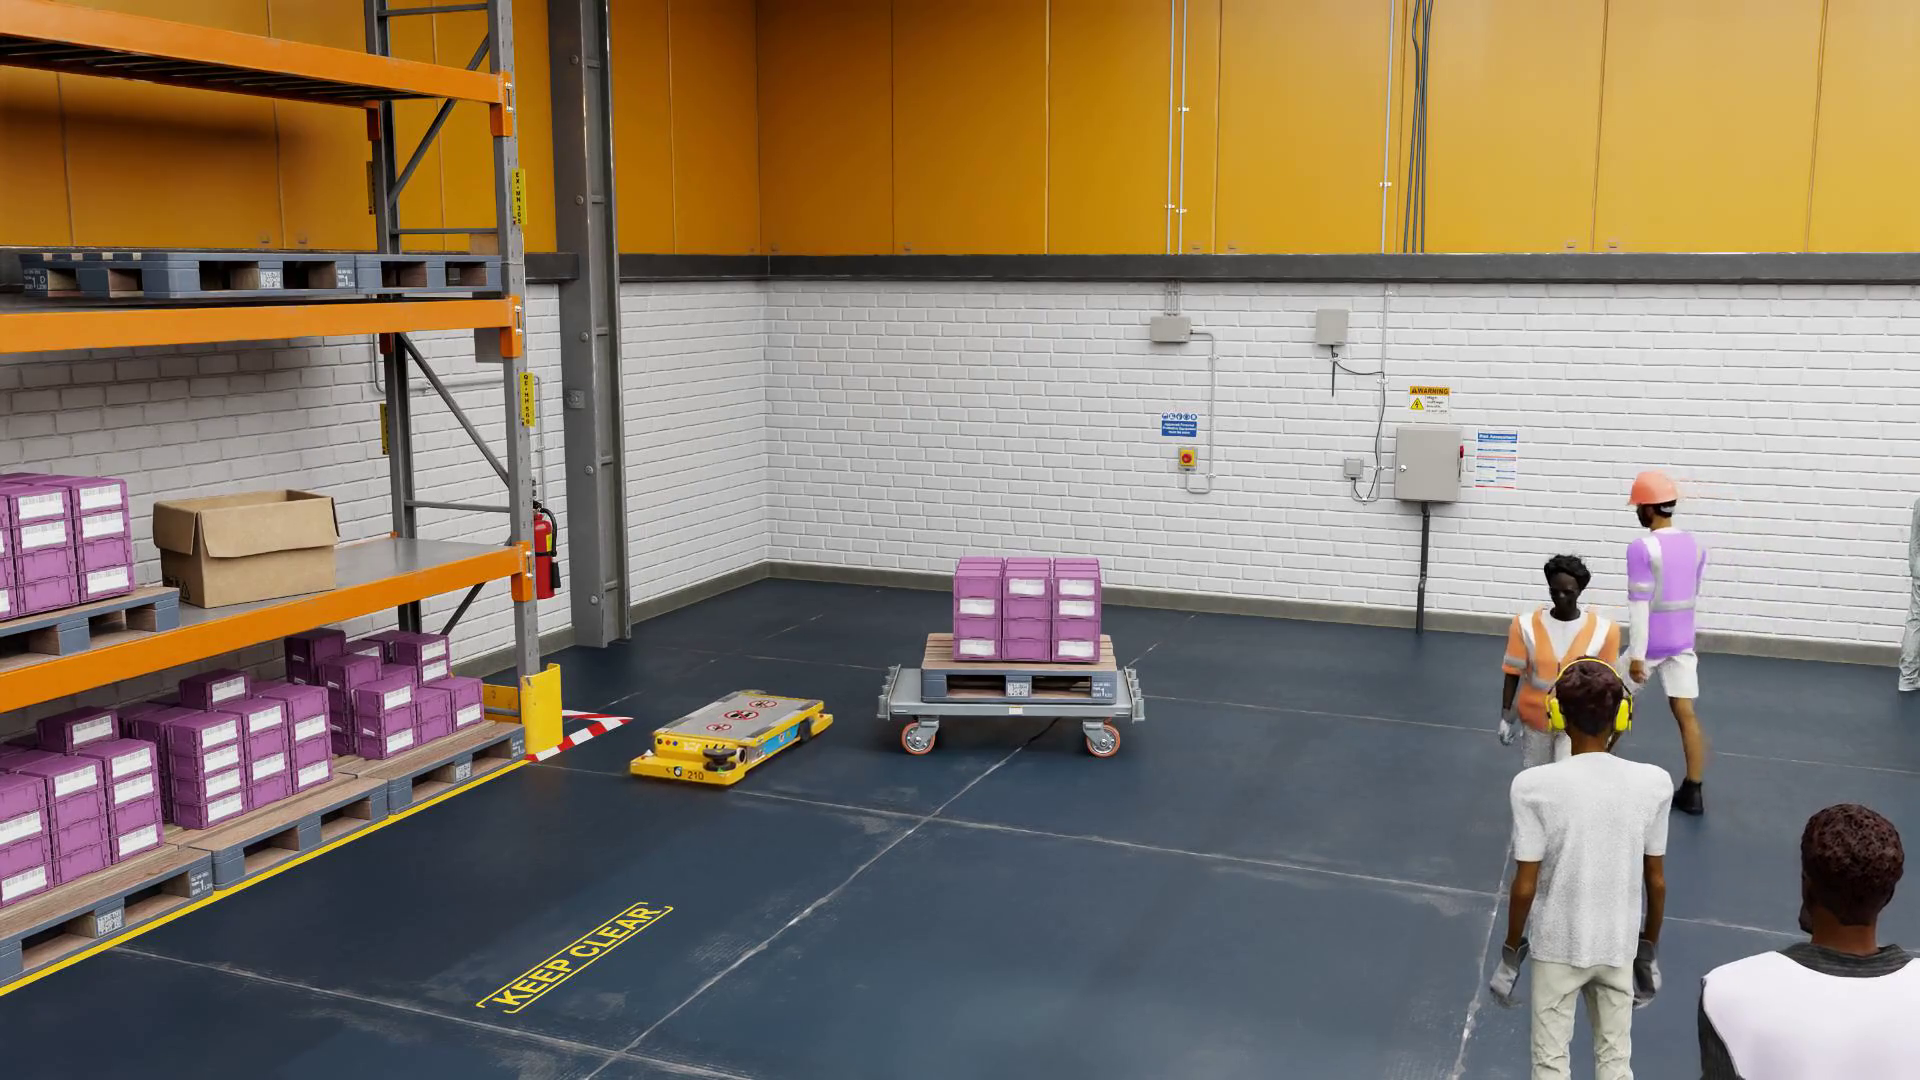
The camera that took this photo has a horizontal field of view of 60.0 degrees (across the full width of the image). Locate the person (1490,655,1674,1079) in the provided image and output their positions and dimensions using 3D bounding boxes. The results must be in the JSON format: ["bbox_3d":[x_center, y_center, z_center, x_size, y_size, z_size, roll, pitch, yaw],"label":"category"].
[{"bbox_3d":[1.895,1.278,5.097,0.517,1.859,0.328,0,9,-2],"label":"person"}]

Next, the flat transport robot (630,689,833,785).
[{"bbox_3d":[-1.390,1.202,10.351,0.652,0.197,1.431,4,10,21],"label":"flat transport robot"}]

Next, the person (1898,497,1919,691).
[{"bbox_3d":[6.880,0.246,11.683,0.286,1.745,0.493,-1,9,-7],"label":"person"}]

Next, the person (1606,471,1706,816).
[{"bbox_3d":[3.901,0.548,9.447,0.585,1.873,1.005,-4,10,-22],"label":"person"}]

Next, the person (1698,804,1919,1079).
[{"bbox_3d":[1.841,1.503,3.543,0.588,1.920,0.398,1,9,7],"label":"person"}]

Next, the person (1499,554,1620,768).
[{"bbox_3d":[2.954,0.868,8.211,0.531,1.655,0.877,5,11,29],"label":"person"}]
